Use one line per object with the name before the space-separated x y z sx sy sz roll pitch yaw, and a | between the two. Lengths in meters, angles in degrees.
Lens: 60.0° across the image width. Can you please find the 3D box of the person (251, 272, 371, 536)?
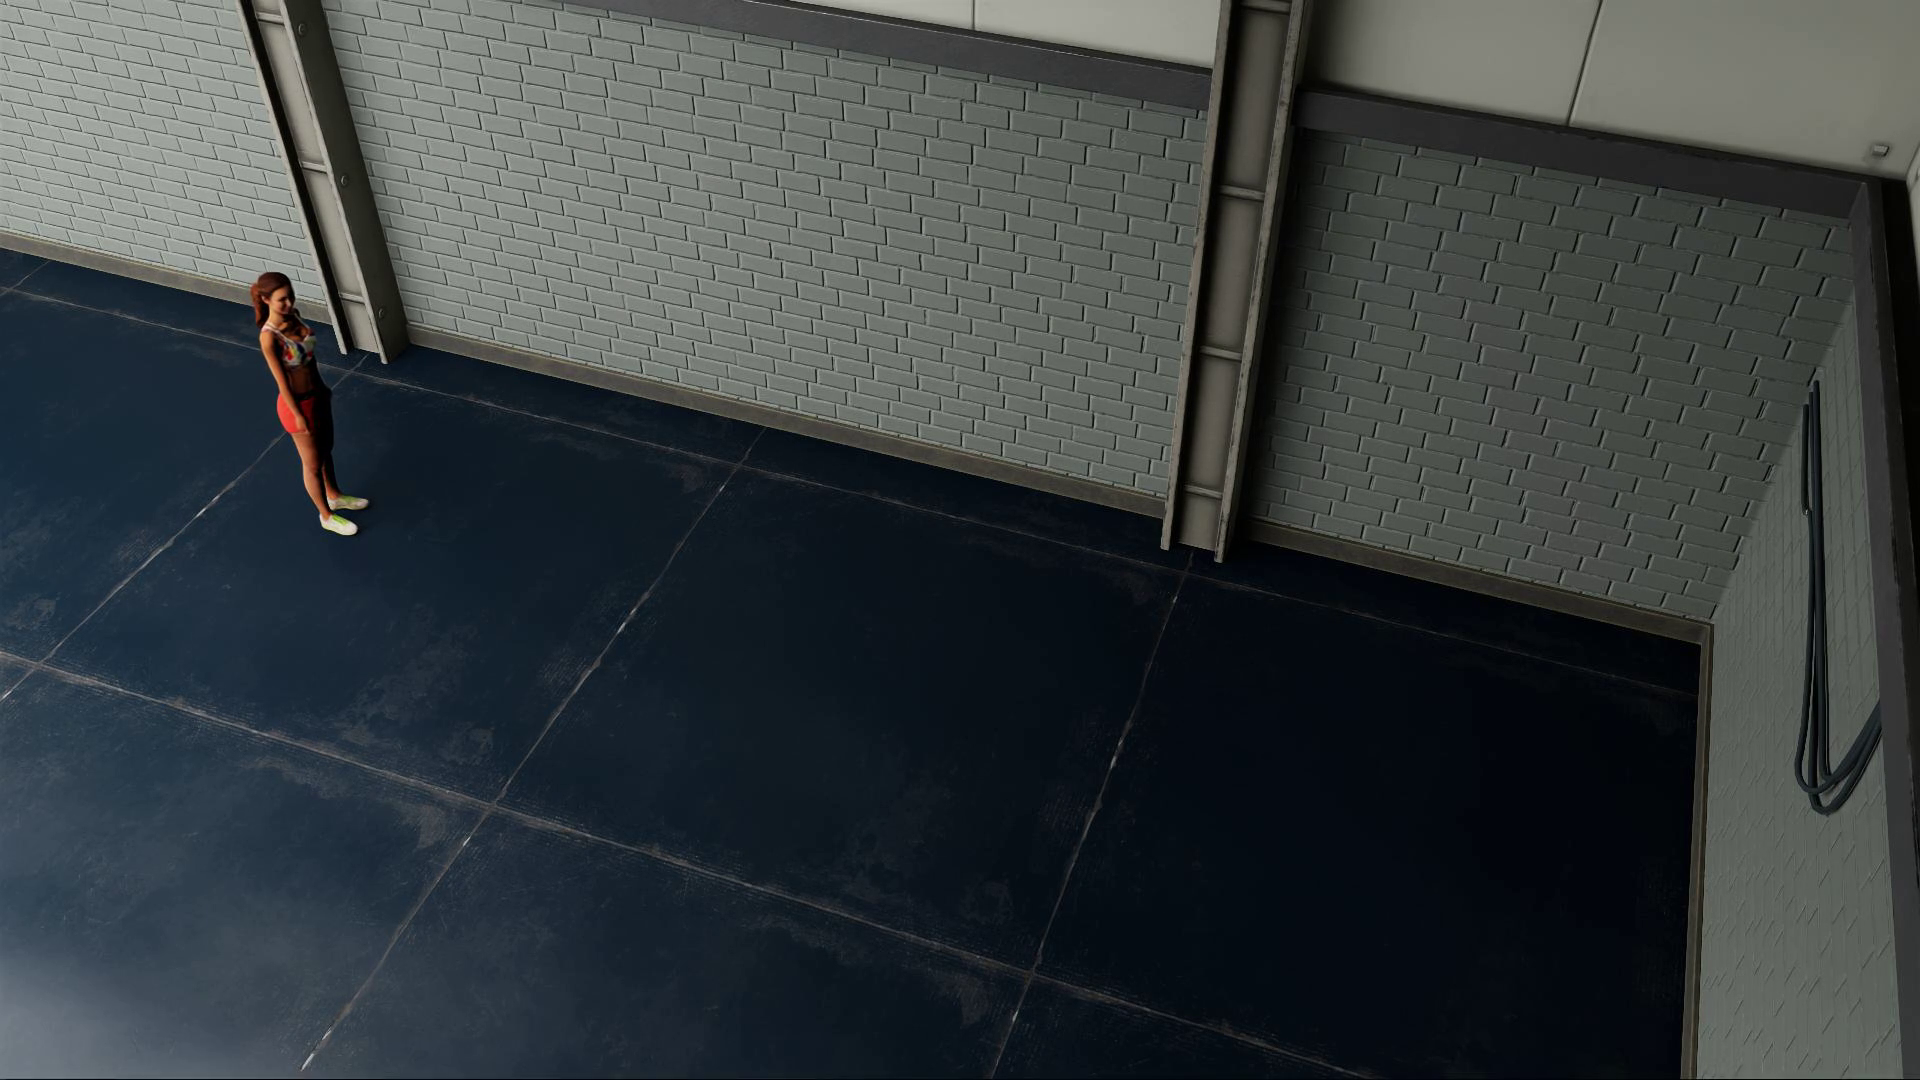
person | -3.910 -0.821 9.906 0.610 1.789 0.627 4 42 5
